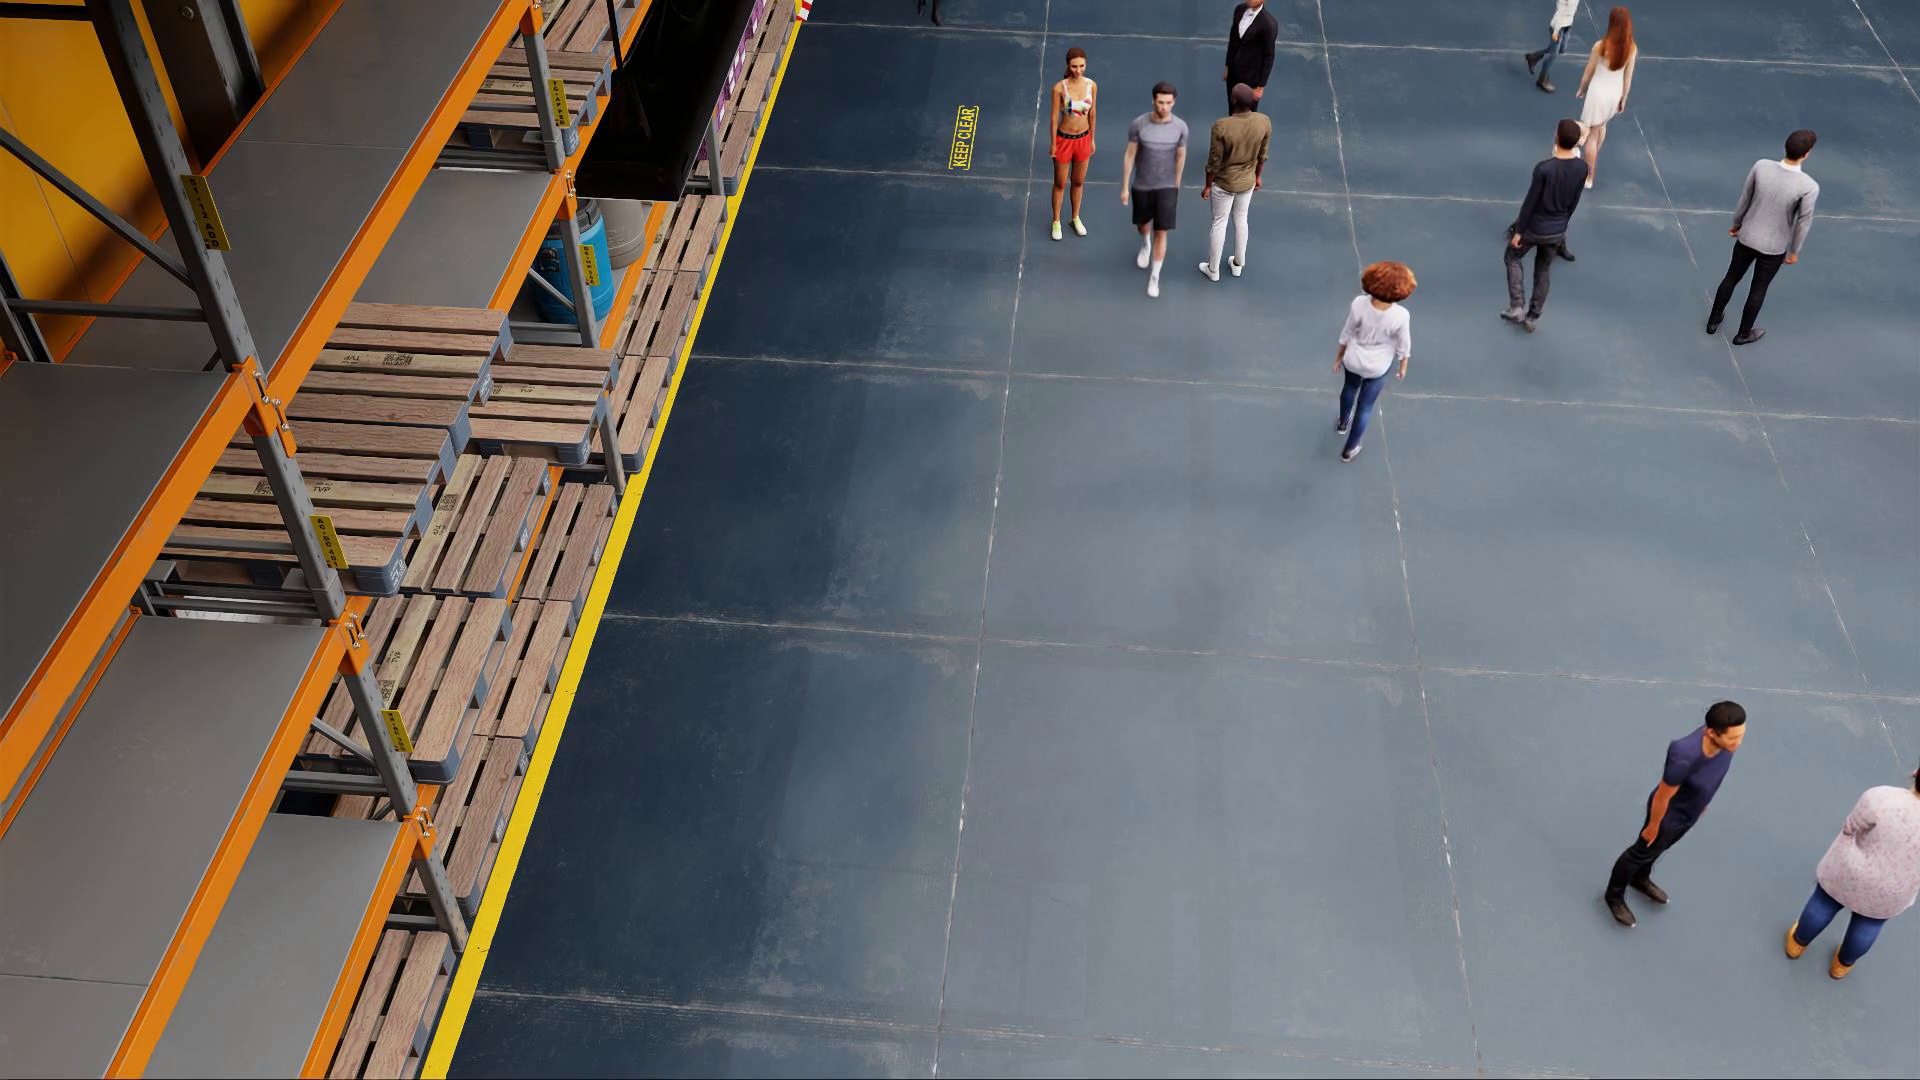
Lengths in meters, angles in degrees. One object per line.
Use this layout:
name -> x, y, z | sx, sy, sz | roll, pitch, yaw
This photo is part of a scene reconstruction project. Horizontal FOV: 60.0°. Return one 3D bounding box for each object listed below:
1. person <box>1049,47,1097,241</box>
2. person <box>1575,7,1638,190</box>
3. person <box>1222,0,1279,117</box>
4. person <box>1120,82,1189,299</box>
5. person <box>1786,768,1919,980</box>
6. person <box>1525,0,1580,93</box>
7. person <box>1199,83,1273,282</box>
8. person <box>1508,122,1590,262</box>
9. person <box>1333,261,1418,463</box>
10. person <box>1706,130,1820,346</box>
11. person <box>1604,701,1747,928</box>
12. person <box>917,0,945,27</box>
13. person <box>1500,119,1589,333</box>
person -> 0.983, -3.493, 14.614 | 0.657, 1.791, 0.664 | -10, 45, -11
person -> 5.899, -3.998, 15.222 | 0.596, 1.682, 0.817 | 4, 44, 4
person -> 2.673, -4.337, 15.433 | 0.828, 1.883, 0.729 | -24, 49, -23
person -> 1.650, -3.076, 14.144 | 0.736, 1.836, 1.172 | 8, 44, 8
person -> 5.013, 1.790, 9.106 | 0.774, 1.739, 0.776 | 22, 48, 22
person -> 5.982, -5.181, 16.741 | 0.683, 1.302, 0.756 | -26, 49, -25
person -> 2.318, -3.032, 14.105 | 0.800, 1.825, 0.725 | -11, 45, -11
person -> 5.164, -3.088, 14.580 | 0.845, 1.251, 0.905 | -31, 52, -28
person -> 3.002, -1.285, 12.366 | 0.847, 1.695, 0.928 | 22, 48, 22
person -> 6.483, -2.442, 13.416 | 0.884, 1.922, 0.834 | -32, 52, -29
person -> 4.031, 1.500, 9.373 | 0.712, 1.790, 0.737 | -24, 49, -23
person -> -0.292, -6.333, 17.646 | 0.676, 1.721, 0.735 | -11, 45, -11
person -> 4.772, -2.470, 13.497 | 0.774, 1.849, 0.748 | -6, 44, -6
